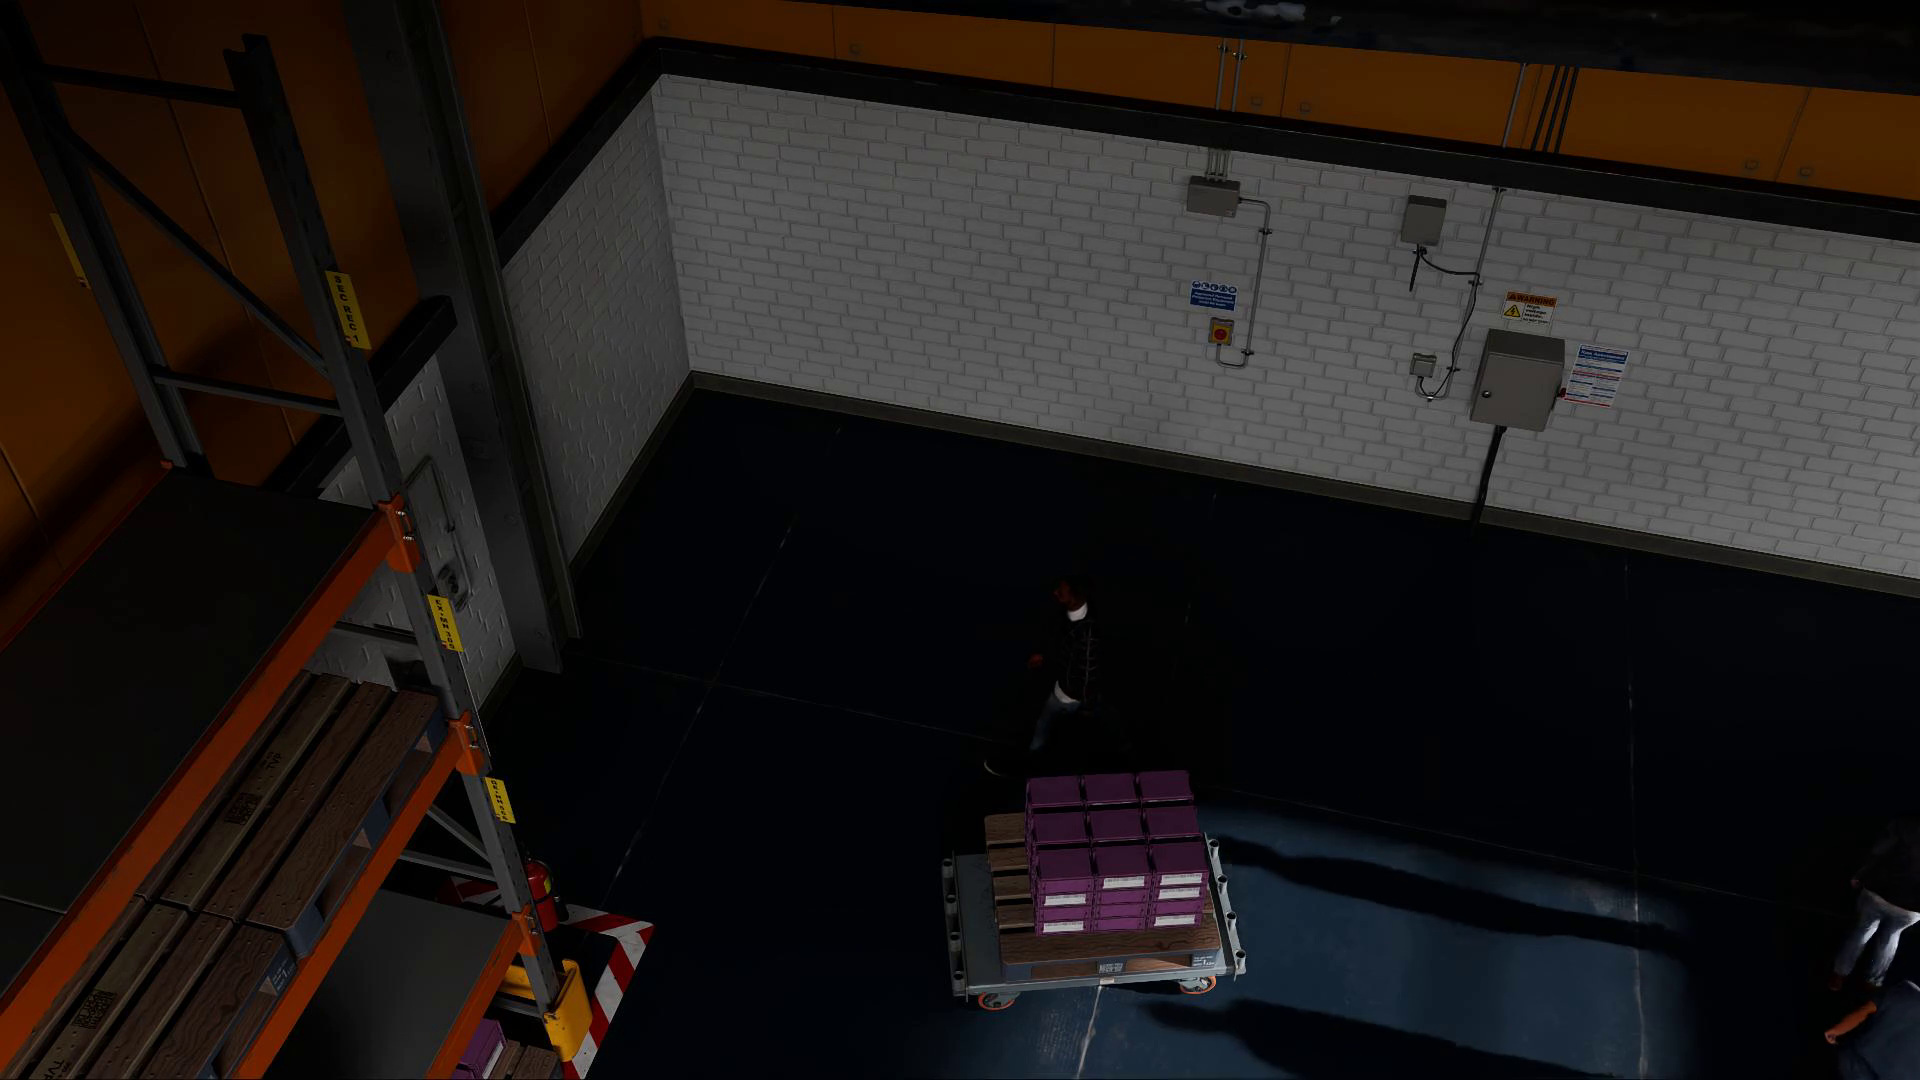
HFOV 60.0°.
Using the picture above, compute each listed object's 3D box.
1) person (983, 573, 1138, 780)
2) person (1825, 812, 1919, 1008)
[{"bbox_3d":[0.806,0.855,10.090,0.954,1.768,1.226,1,44,1],"label":"person"},{"bbox_3d":[5.037,1.949,8.901,0.675,1.825,0.754,13,45,13],"label":"person"}]
